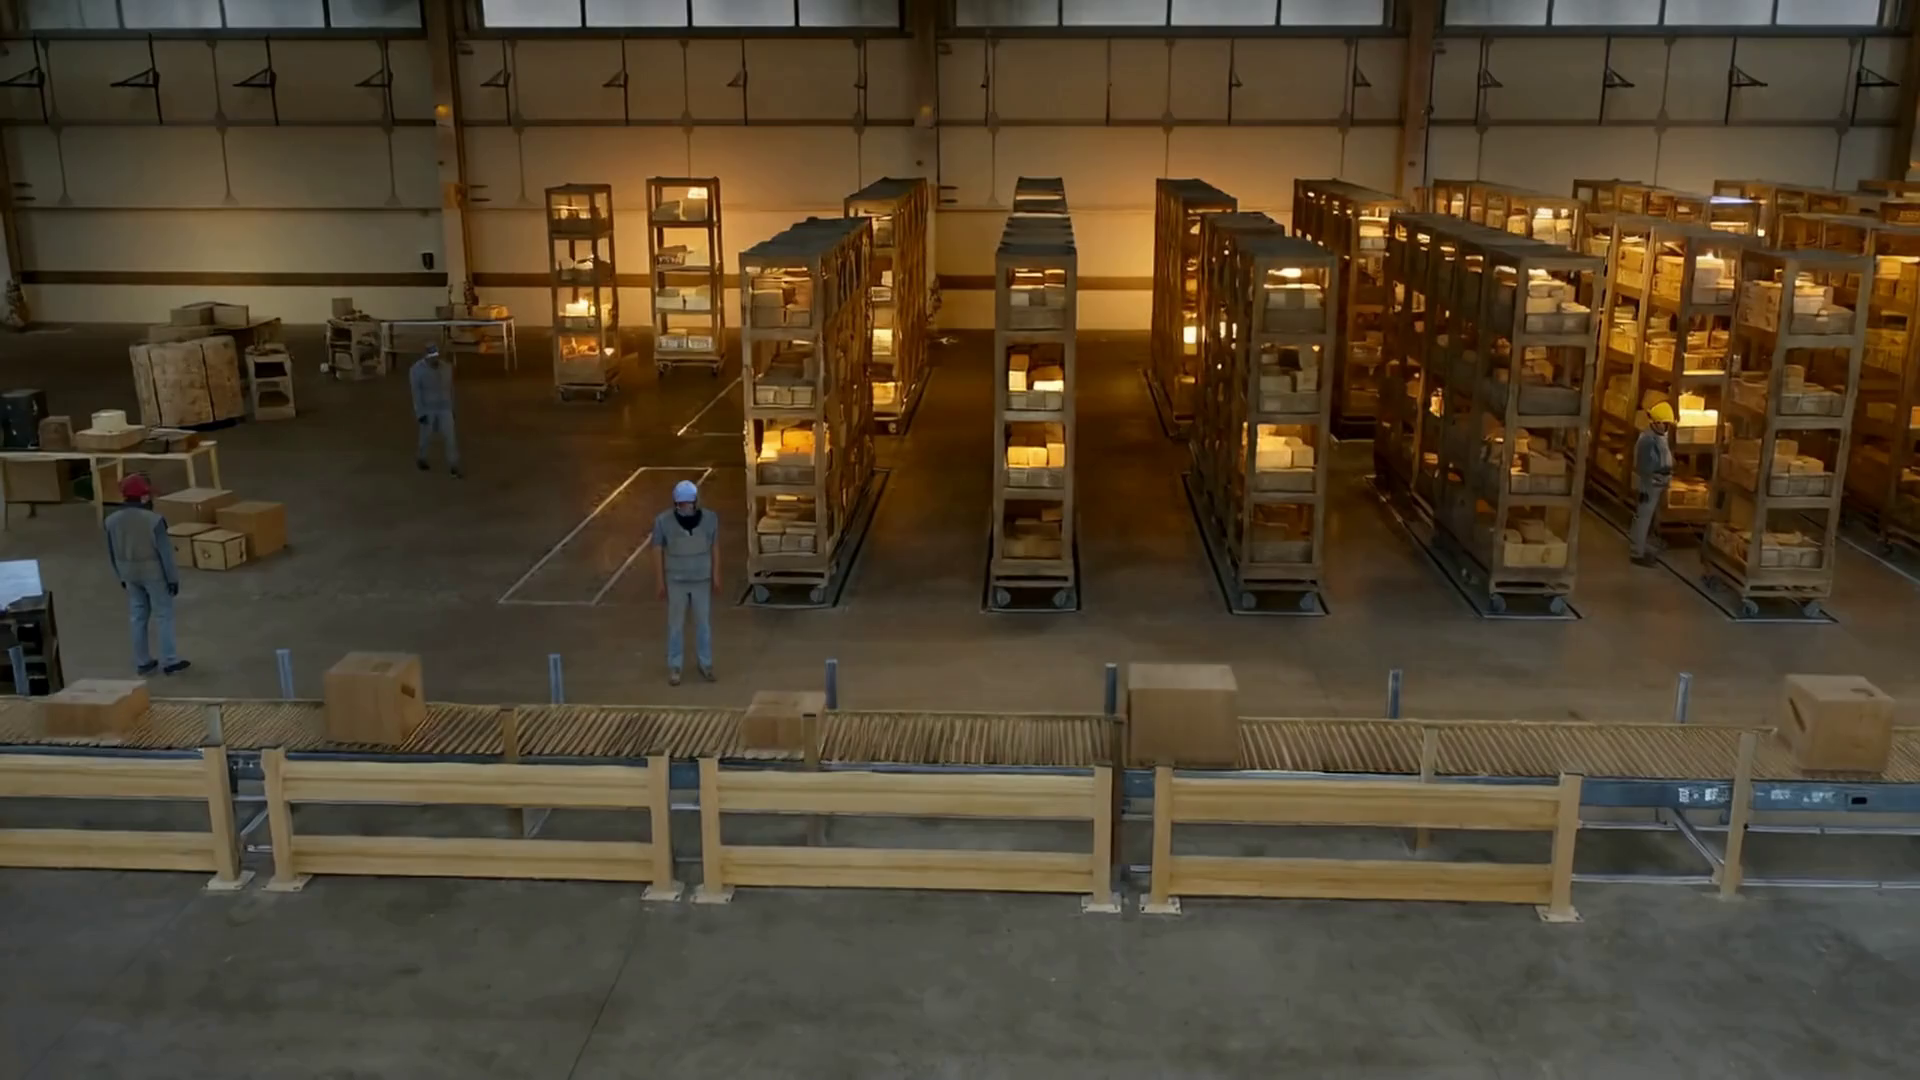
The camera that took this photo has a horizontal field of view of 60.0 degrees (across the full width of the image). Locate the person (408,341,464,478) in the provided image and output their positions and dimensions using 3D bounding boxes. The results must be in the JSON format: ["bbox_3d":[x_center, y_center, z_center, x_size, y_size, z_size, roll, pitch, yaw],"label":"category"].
[{"bbox_3d":[-7.217,-1.814,22.758,0.639,1.860,0.999,-13,20,-40],"label":"person"}]

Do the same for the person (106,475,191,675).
[{"bbox_3d":[-7.271,0.318,14.910,0.601,1.818,0.404,3,15,11],"label":"person"}]

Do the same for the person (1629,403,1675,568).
[{"bbox_3d":[7.636,-0.618,18.380,0.403,1.823,0.588,9,17,30],"label":"person"}]

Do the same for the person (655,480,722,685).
[{"bbox_3d":[-2.396,0.360,14.722,0.563,1.837,0.389,-5,16,-18],"label":"person"}]
